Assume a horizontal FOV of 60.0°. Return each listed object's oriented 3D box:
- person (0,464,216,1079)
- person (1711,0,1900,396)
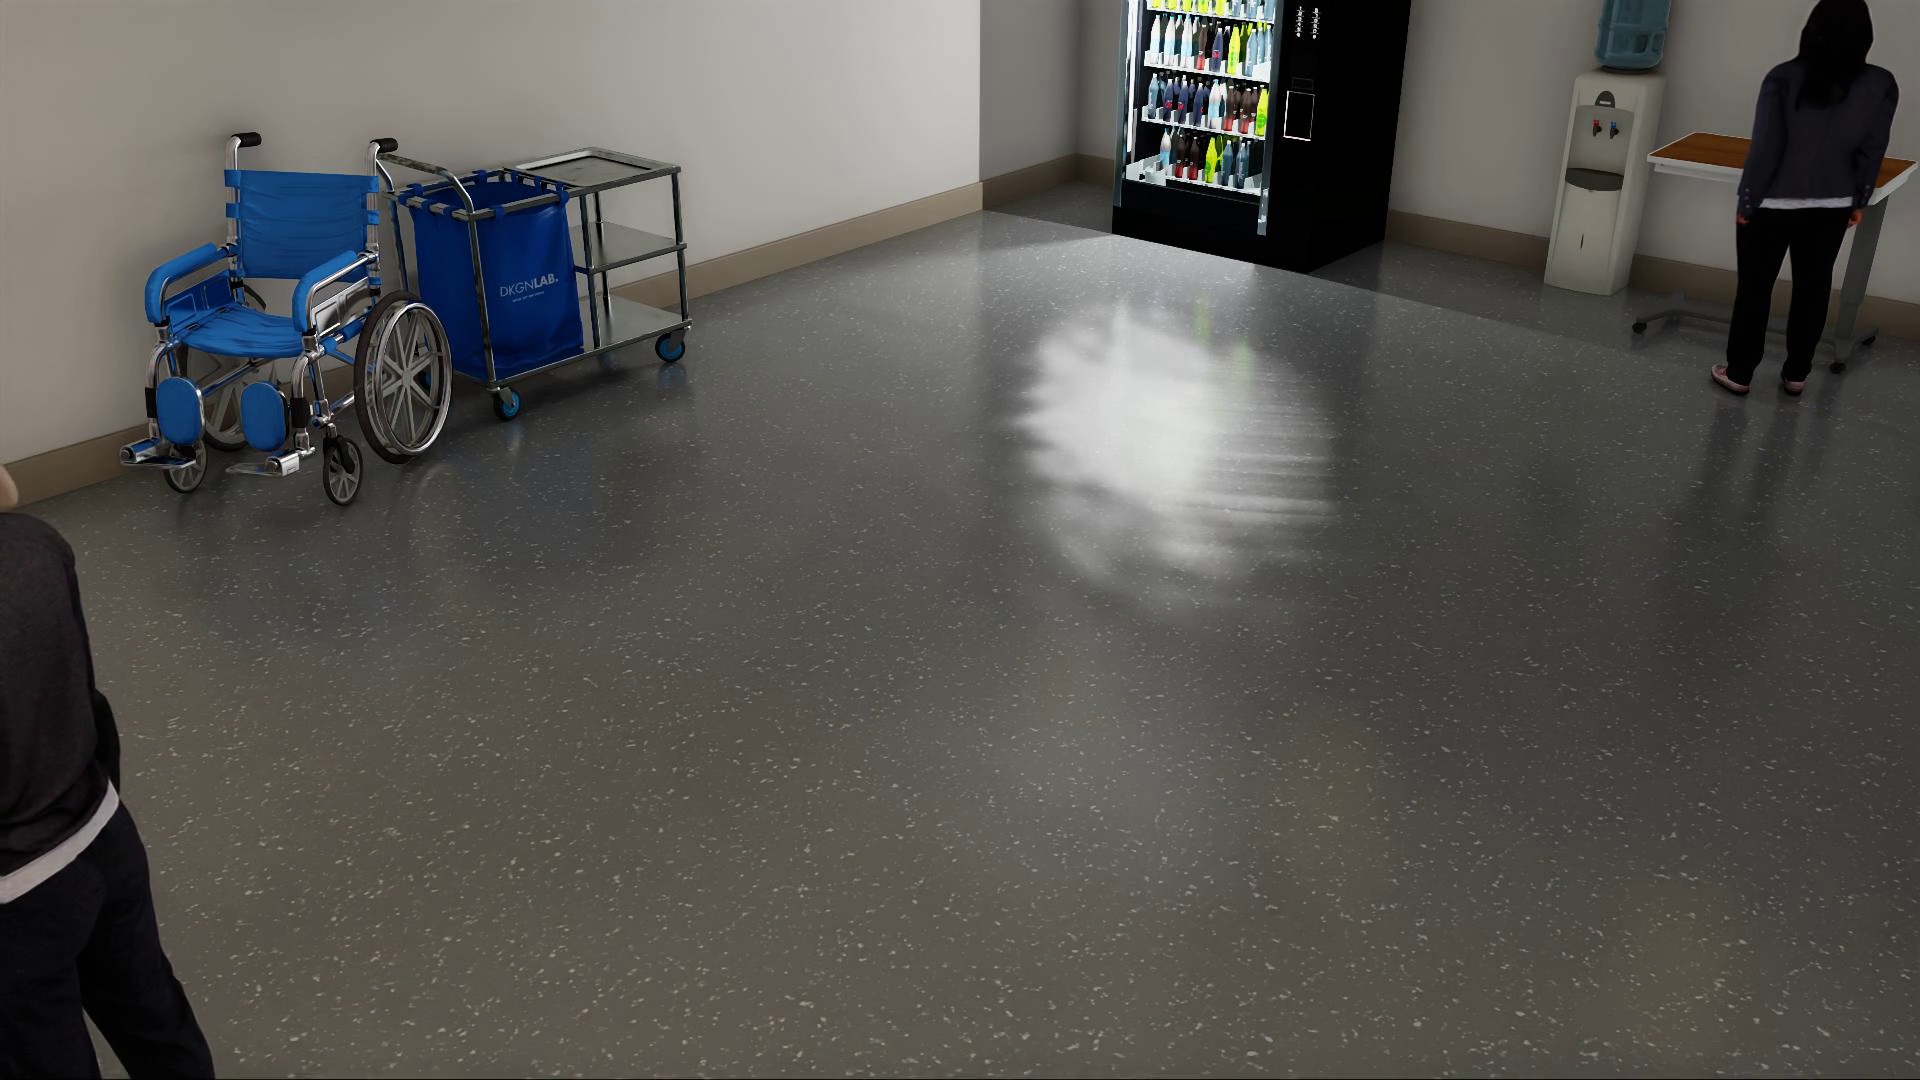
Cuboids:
[{"bbox_3d":[-1.456,0.510,2.611,0.696,1.728,0.680,3,26,6],"label":"person"},{"bbox_3d":[3.350,-1.363,6.645,0.773,1.597,0.859,3,26,7],"label":"person"}]
